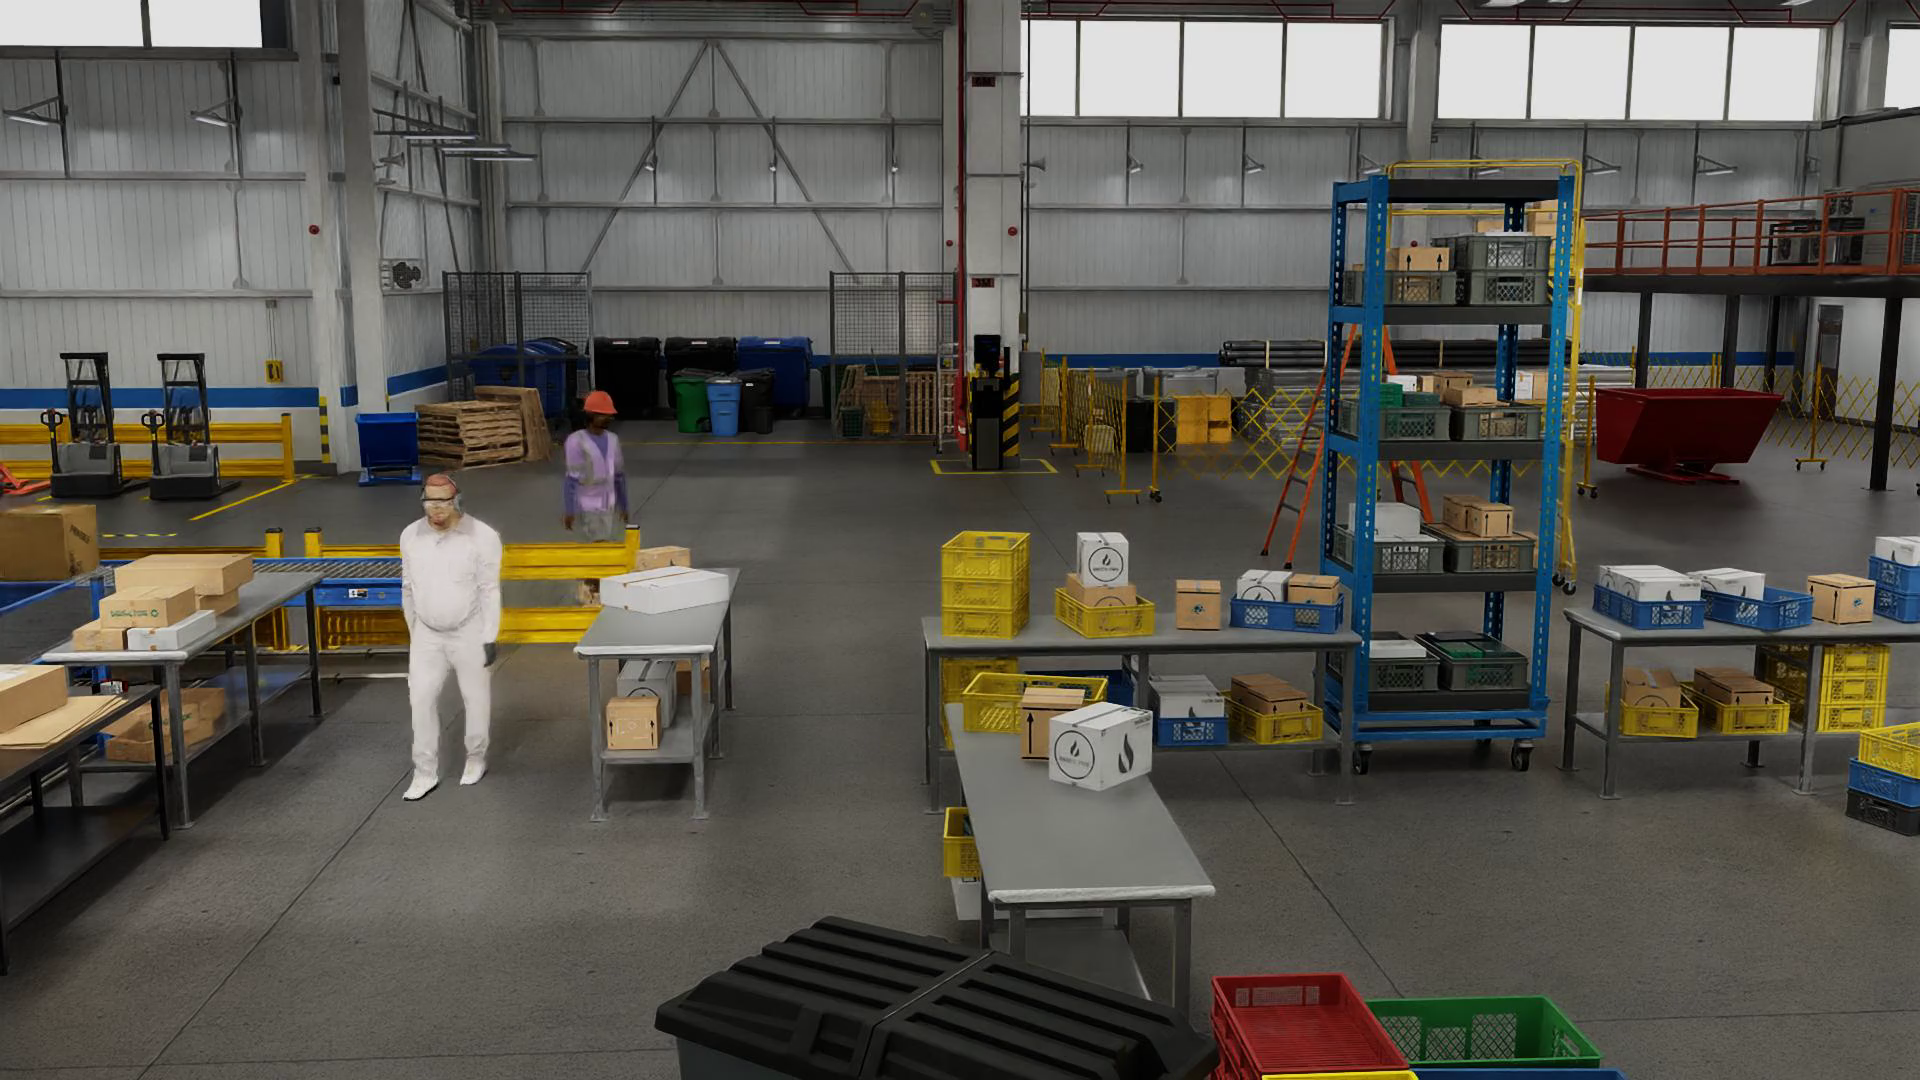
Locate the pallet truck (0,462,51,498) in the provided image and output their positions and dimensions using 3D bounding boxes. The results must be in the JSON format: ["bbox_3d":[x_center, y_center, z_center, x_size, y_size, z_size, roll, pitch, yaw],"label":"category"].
[{"bbox_3d":[-13.193,-1.293,23.148,0.653,1.274,1.630,-1,9,-4],"label":"pallet truck"}]

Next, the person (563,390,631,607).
[{"bbox_3d":[-3.174,-0.301,14.644,0.443,2.025,0.653,6,11,32],"label":"person"}]

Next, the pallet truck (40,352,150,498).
[{"bbox_3d":[-11.907,-1.642,23.165,0.823,1.965,1.885,0,9,0],"label":"pallet truck"}]

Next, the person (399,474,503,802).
[{"bbox_3d":[-2.988,0.562,9.677,0.654,1.877,0.797,0,9,3],"label":"person"}]

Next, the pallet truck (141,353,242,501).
[{"bbox_3d":[-10.520,-1.604,22.925,0.823,1.965,1.885,-1,9,-6],"label":"pallet truck"}]
